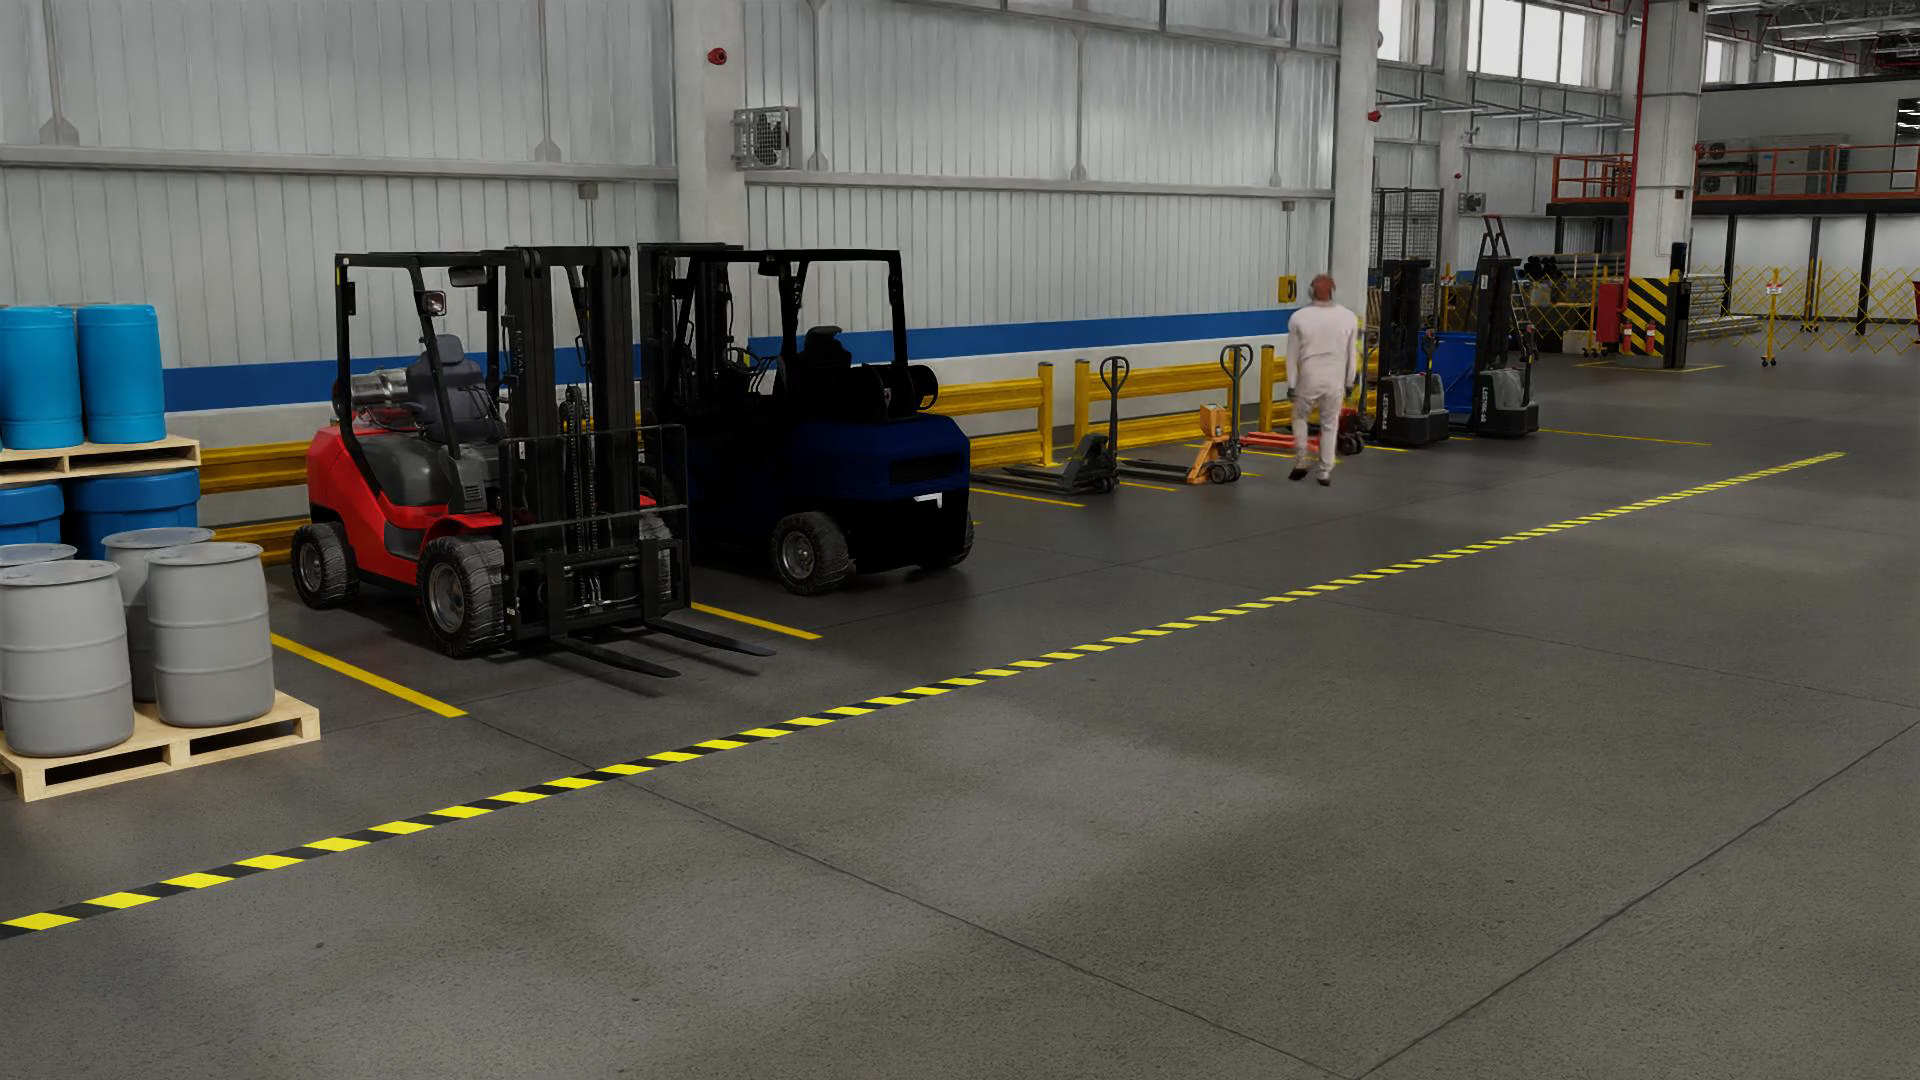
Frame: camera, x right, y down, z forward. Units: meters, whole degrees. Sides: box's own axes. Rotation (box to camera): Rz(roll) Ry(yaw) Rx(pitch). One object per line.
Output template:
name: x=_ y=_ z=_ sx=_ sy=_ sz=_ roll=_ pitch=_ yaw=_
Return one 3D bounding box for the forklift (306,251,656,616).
forklift: x=-2.833 y=-0.669 z=9.694 sx=1.157 sy=1.987 sz=2.680 roll=-10 pitch=14 yaw=-44

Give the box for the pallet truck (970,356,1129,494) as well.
pallet truck: x=0.784 y=-1.085 z=14.876 sx=0.680 sy=1.201 sz=1.601 roll=-10 pitch=14 yaw=-44

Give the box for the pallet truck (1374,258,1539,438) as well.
pallet truck: x=5.704 y=-2.208 z=18.901 sx=1.885 sy=1.965 sz=0.823 roll=10 pitch=14 yaw=43

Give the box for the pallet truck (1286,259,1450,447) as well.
pallet truck: x=4.493 y=-2.078 z=18.196 sx=0.823 sy=1.965 sz=1.885 roll=-9 pitch=14 yaw=-40

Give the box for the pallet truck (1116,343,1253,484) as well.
pallet truck: x=1.962 y=-1.215 z=15.415 sx=1.522 sy=1.261 sz=0.704 roll=10 pitch=14 yaw=43

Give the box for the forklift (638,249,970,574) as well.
forklift: x=-1.173 y=-0.958 z=11.239 sx=2.680 sy=1.987 sz=1.157 roll=10 pitch=14 yaw=43

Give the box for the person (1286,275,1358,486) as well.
person: x=3.240 y=-1.432 z=14.983 sx=0.652 sy=1.891 sz=0.516 roll=0 pitch=10 yaw=3

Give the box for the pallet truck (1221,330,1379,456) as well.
pallet truck: x=3.563 y=-1.581 z=17.381 sx=0.653 sy=1.274 sz=1.630 roll=-10 pitch=14 yaw=-44
